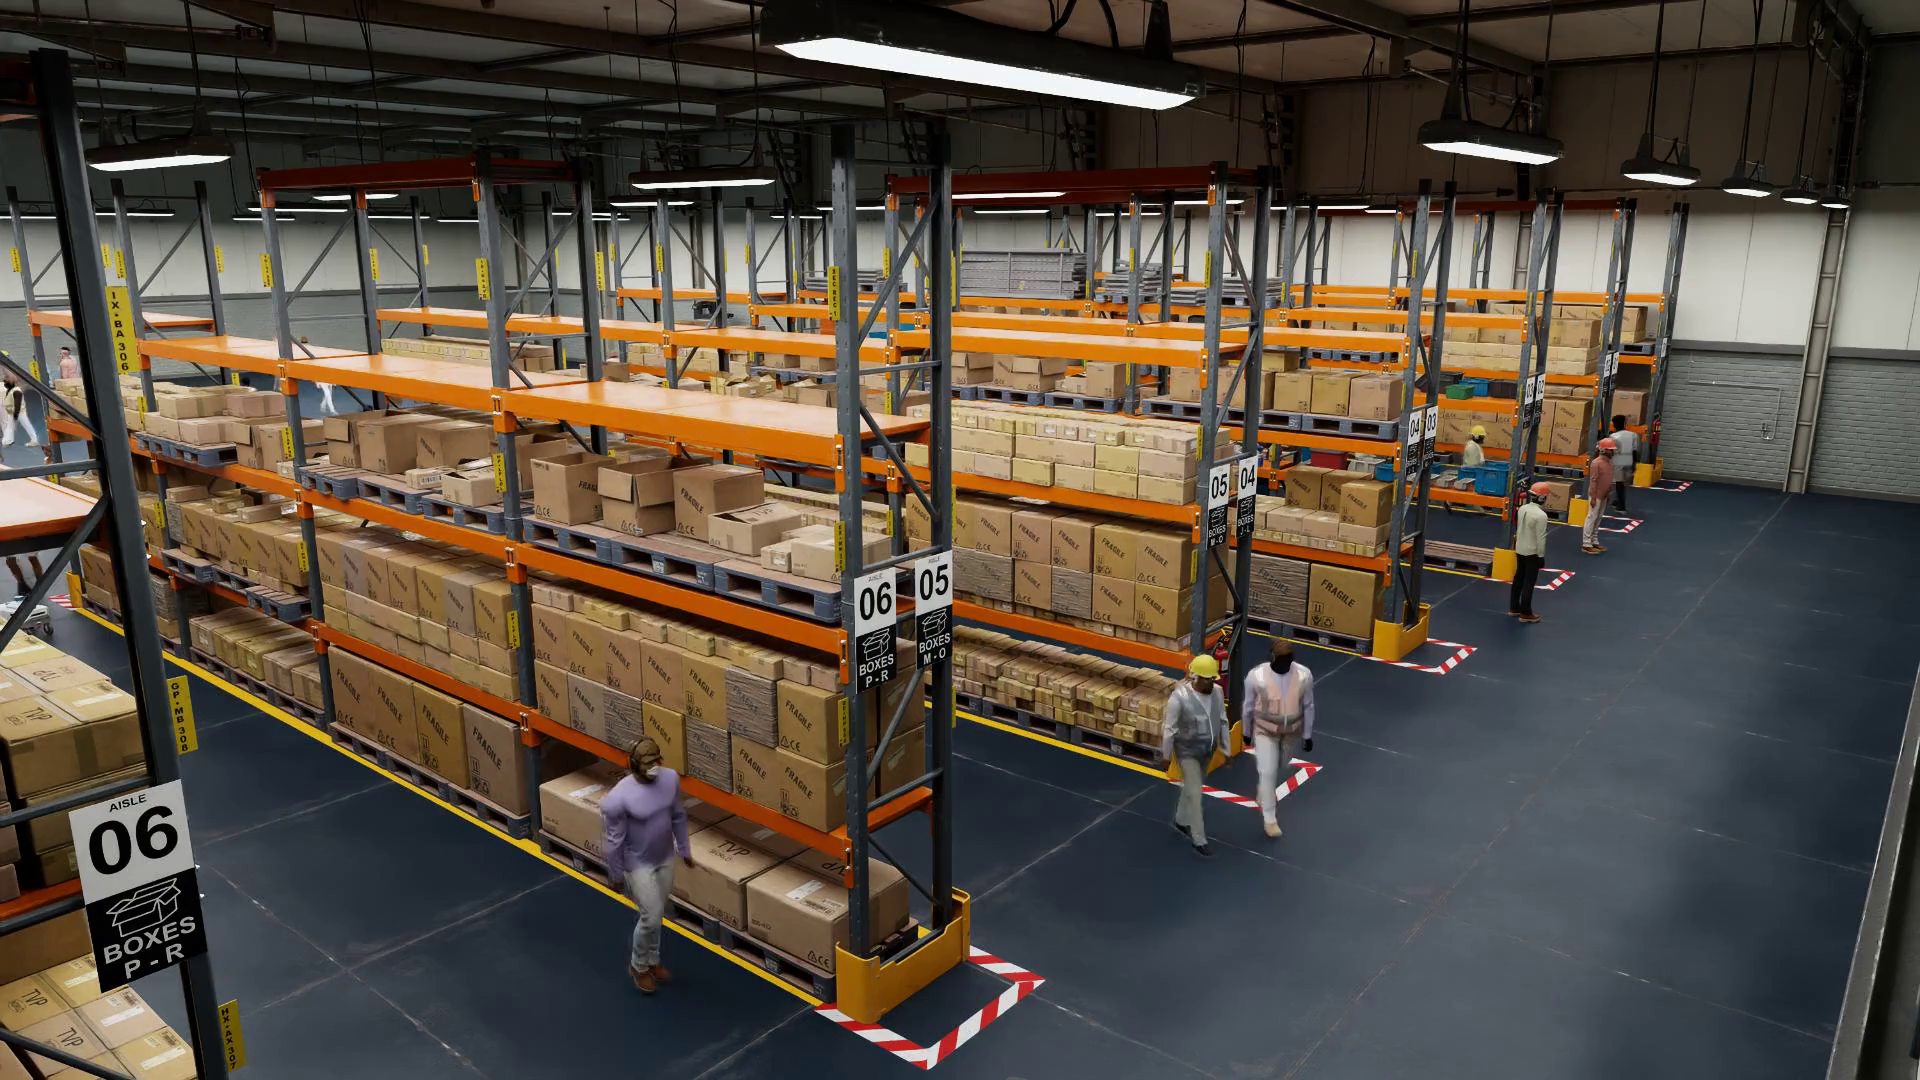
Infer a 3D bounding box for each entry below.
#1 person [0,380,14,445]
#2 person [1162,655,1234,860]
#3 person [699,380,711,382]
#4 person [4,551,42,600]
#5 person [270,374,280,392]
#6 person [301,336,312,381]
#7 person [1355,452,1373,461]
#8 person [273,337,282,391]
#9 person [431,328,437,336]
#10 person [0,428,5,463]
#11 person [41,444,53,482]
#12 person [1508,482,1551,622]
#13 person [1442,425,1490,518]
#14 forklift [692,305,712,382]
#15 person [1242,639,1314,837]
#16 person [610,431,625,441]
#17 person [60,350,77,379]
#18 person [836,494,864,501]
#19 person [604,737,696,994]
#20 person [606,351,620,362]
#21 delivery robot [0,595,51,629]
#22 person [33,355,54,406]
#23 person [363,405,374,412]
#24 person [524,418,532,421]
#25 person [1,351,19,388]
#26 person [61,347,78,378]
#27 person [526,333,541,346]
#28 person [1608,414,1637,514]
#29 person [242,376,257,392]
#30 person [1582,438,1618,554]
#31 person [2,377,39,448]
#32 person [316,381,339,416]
[{"bbox_3d":[-24.941,-3.416,32.706,0.407,1.910,0.639,-6,15,-23],"label":"person"},{"bbox_3d":[2.159,1.889,11.103,0.599,1.793,0.804,-9,16,-33],"label":"person"},{"bbox_3d":[-7.116,-3.979,34.838,0.383,1.996,0.609,9,16,32],"label":"person"},{"bbox_3d":[-14.061,-0.050,18.842,0.578,1.909,0.556,-2,14,-10],"label":"person"},{"bbox_3d":[-22.884,-5.708,42.197,0.977,1.870,0.610,0,14,0],"label":"person"},{"bbox_3d":[-24.511,-6.806,47.221,0.507,1.632,0.268,-6,15,-24],"label":"person"},{"bbox_3d":[8.131,-1.632,25.303,0.379,1.940,0.629,-1,14,-4],"label":"person"},{"bbox_3d":[-23.711,-6.134,43.911,0.462,1.890,0.679,12,18,41],"label":"person"},{"bbox_3d":[-21.567,-7.842,51.485,0.507,1.631,0.266,-1,14,-3],"label":"person"},{"bbox_3d":[-19.894,-1.733,25.718,0.631,1.940,0.372,-11,18,-39],"label":"person"},{"bbox_3d":[-16.626,-0.966,23.189,0.525,1.636,0.311,7,15,27],"label":"person"},{"bbox_3d":[8.100,0.158,17.844,0.409,1.986,0.619,-2,14,-7],"label":"person"},{"bbox_3d":[9.854,-1.330,24.344,0.815,1.806,0.591,11,17,37],"label":"person"},{"bbox_3d":[-9.511,-7.392,47.124,1.873,2.768,1.129,11,17,38],"label":"forklift"},{"bbox_3d":[2.924,1.752,11.688,0.629,1.814,0.839,-1,14,-4],"label":"person"},{"bbox_3d":[-7.911,-2.683,29.696,0.895,1.899,0.587,7,15,25],"label":"person"},{"bbox_3d":[-27.542,-4.927,38.922,0.406,1.911,0.639,-1,14,-4],"label":"person"},{"bbox_3d":[-1.702,-0.078,19.212,0.639,1.801,0.944,-12,18,-41],"label":"person"},{"bbox_3d":[-2.214,2.321,9.061,0.502,1.923,0.627,9,16,33],"label":"person"},{"bbox_3d":[-11.559,-5.496,41.908,0.513,1.597,0.806,-10,17,-37],"label":"person"},{"bbox_3d":[-12.842,1.003,17.240,0.707,0.478,0.477,6,15,22],"label":"delivery robot"},{"bbox_3d":[-29.041,-5.065,39.952,0.541,1.671,0.378,7,15,25],"label":"person"},{"bbox_3d":[-12.387,-1.893,26.457,0.448,1.905,0.608,-1,14,-3],"label":"person"},{"bbox_3d":[-11.268,-3.354,32.583,0.513,1.845,0.340,-1,14,-2],"label":"person"},{"bbox_3d":[-30.470,-5.206,40.408,0.526,1.748,0.387,3,14,11],"label":"person"},{"bbox_3d":[-30.129,-5.721,42.671,0.829,1.665,0.532,-1,14,-4],"label":"person"},{"bbox_3d":[-16.632,-7.417,48.978,1.031,2.000,0.696,-1,14,-4],"label":"person"},{"bbox_3d":[12.969,-1.519,24.864,0.627,1.918,0.805,-3,14,-14],"label":"person"},{"bbox_3d":[-19.151,-3.573,33.903,0.537,1.646,0.885,-2,14,-9],"label":"person"},{"bbox_3d":[10.998,-0.769,21.633,0.611,1.996,0.379,-12,18,-40],"label":"person"},{"bbox_3d":[-24.288,-3.260,32.296,0.641,1.794,0.955,8,16,31],"label":"person"},{"bbox_3d":[-19.281,-4.728,38.241,0.907,1.854,0.584,7,15,28],"label":"person"}]
